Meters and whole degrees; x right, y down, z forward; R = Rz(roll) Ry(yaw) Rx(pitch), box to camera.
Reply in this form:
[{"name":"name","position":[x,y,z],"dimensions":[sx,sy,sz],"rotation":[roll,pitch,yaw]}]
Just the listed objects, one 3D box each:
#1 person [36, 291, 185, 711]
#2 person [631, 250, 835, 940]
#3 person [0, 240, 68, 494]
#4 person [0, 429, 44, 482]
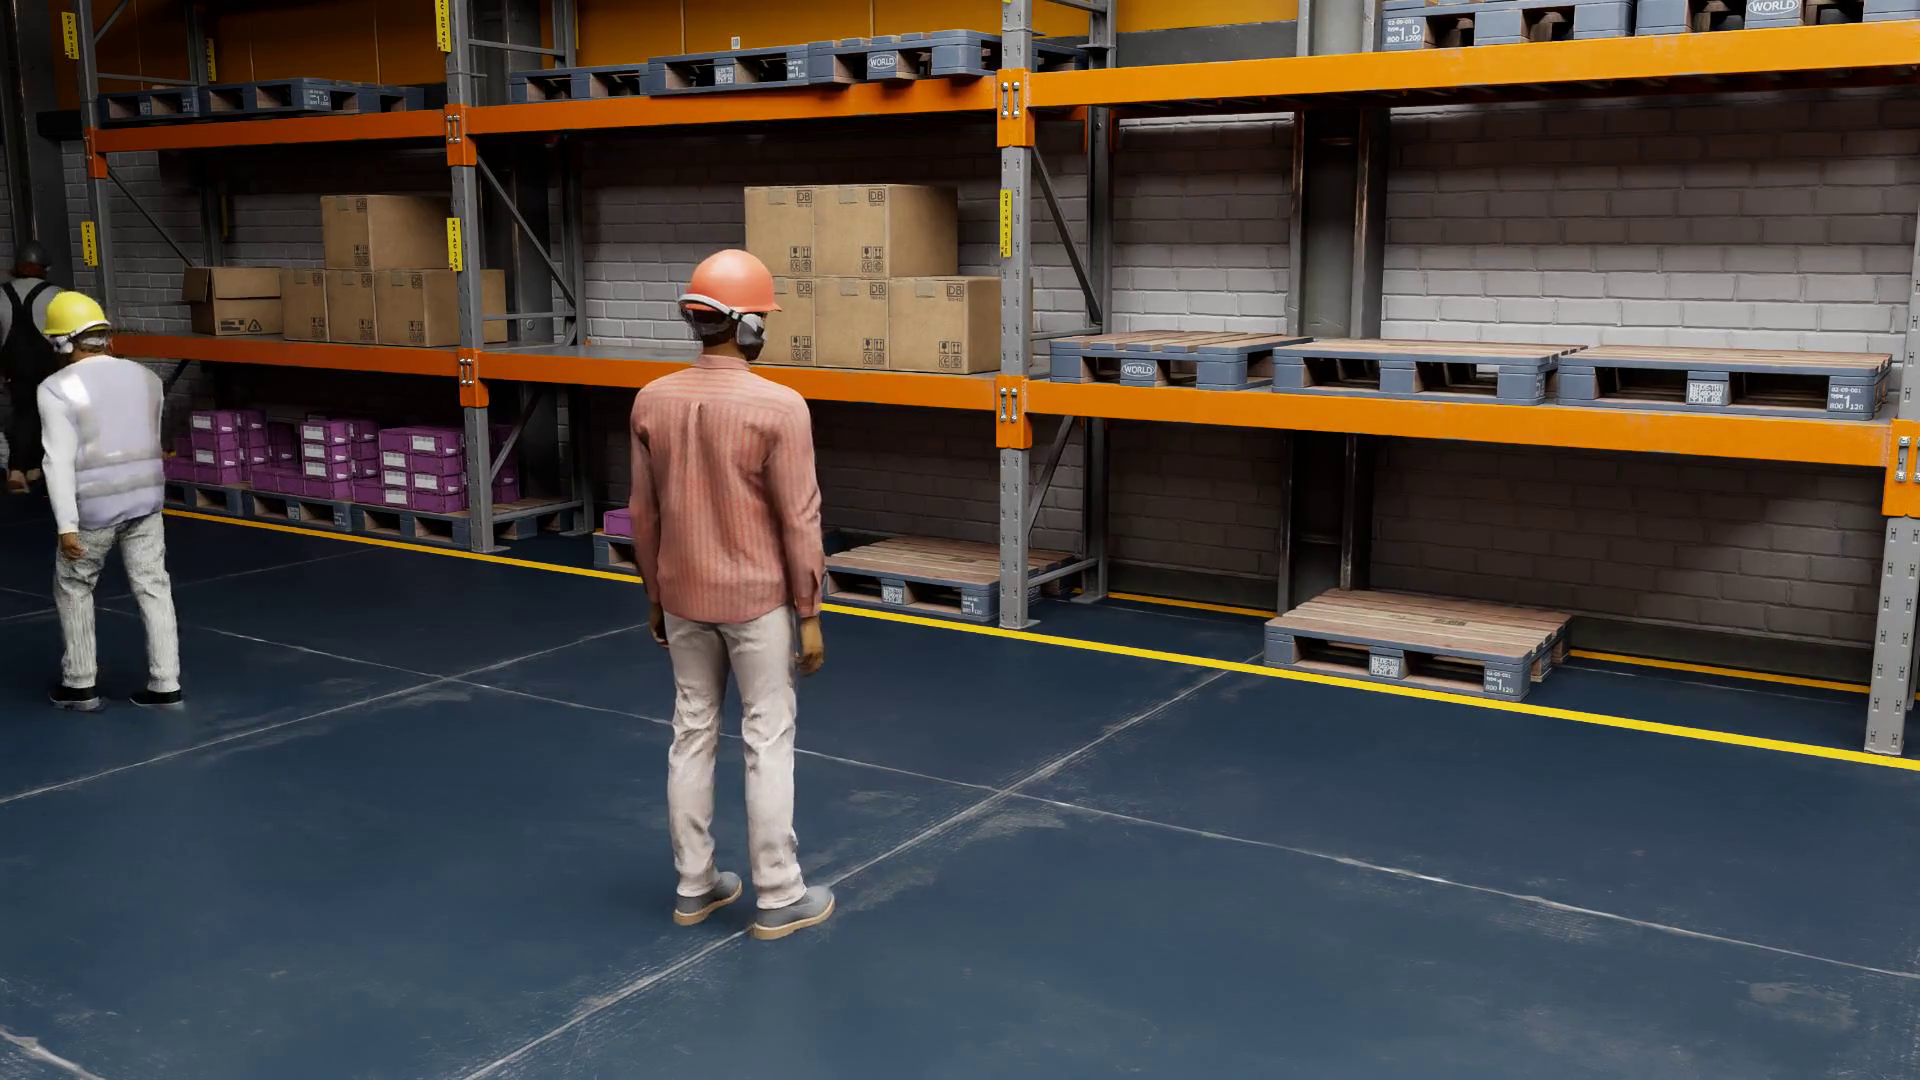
[{"name":"person","position":[-3.692,-0.149,7.124],"dimensions":[0.720,1.804,0.623],"rotation":[5,12,28]},{"name":"person","position":[-0.660,0.167,4.844],"dimensions":[0.633,1.992,0.396],"rotation":[5,11,26]},{"name":"person","position":[-7.384,-1.399,13.381],"dimensions":[0.690,2.000,0.597],"rotation":[0,10,-2]},{"name":"person","position":[-8.285,-1.338,13.780],"dimensions":[0.995,1.792,0.634],"rotation":[-8,13,-36]}]
